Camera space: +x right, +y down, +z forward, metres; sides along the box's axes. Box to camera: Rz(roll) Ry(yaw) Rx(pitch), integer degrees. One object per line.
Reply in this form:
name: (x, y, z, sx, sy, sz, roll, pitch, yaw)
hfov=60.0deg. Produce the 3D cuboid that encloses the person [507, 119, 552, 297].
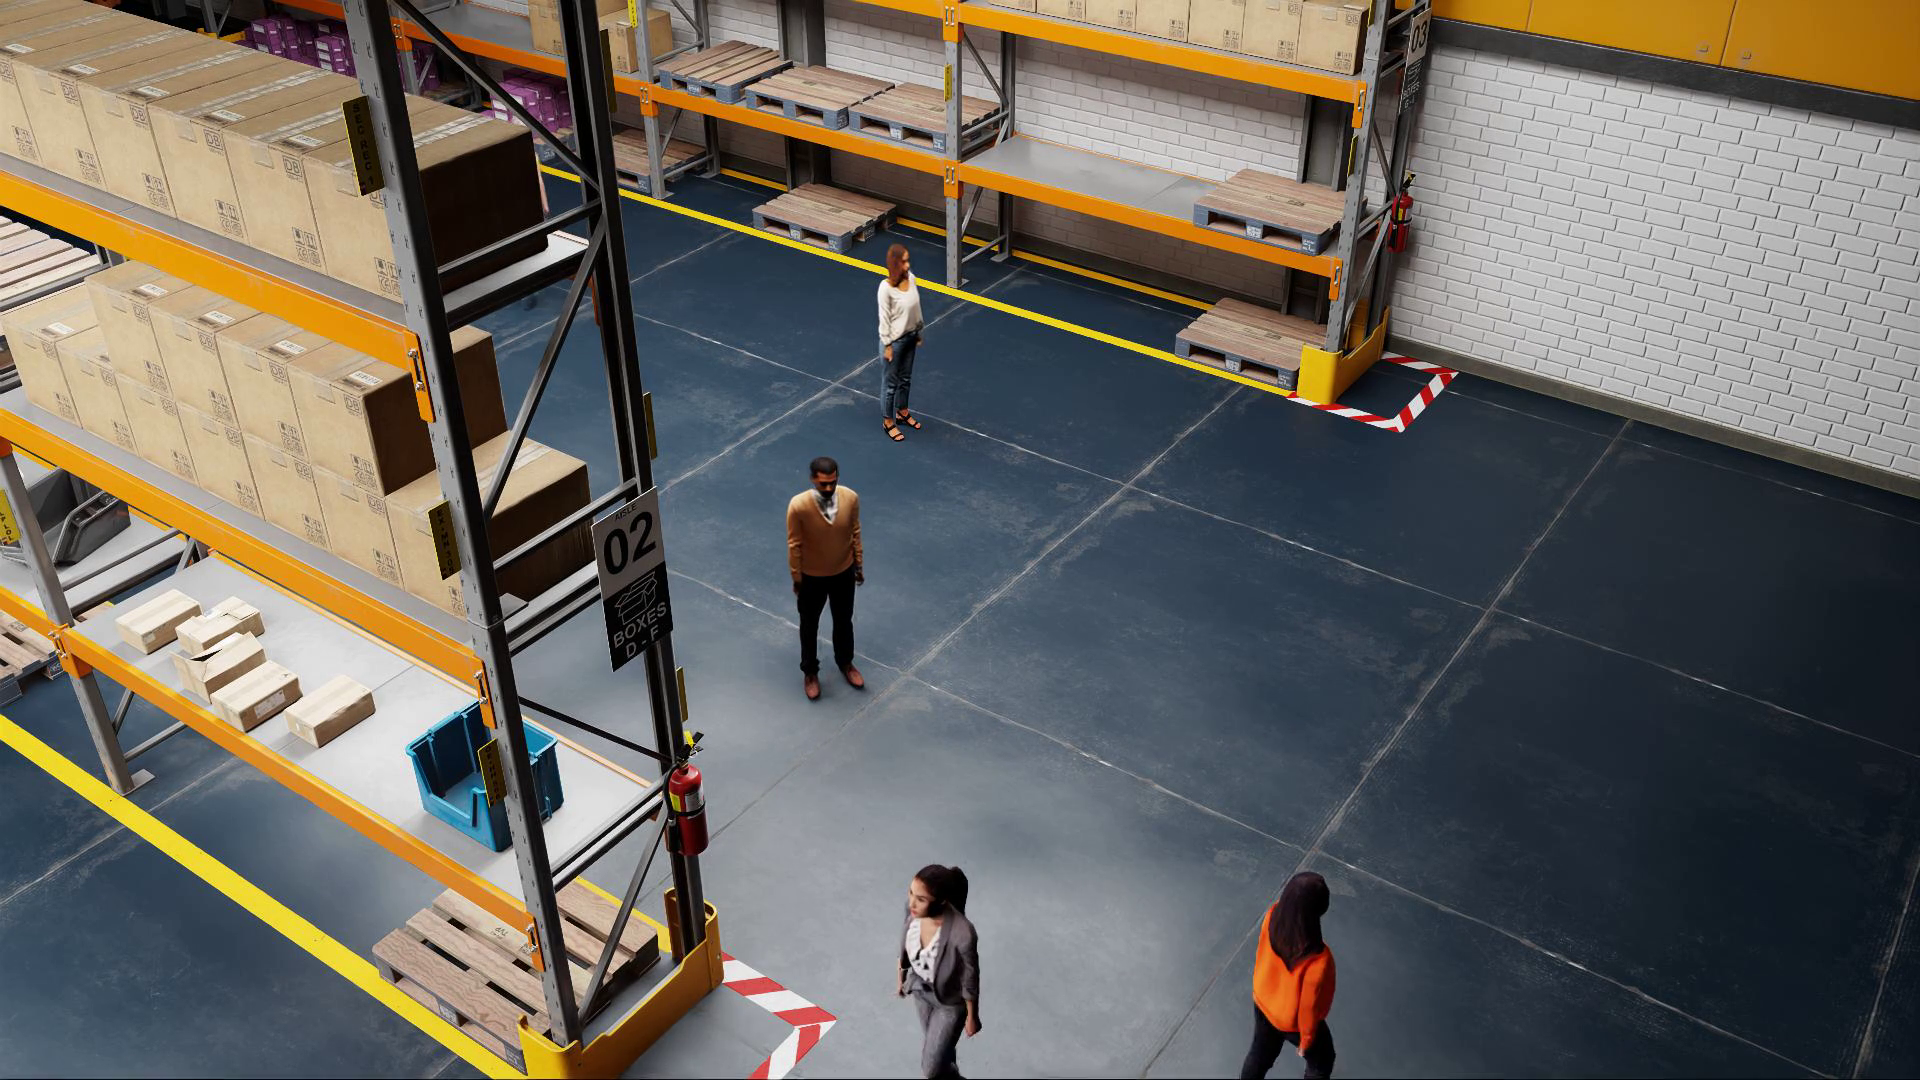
person: (-4.187, -3.179, 15.984, 1.063, 1.687, 0.930, 4, 34, 7)

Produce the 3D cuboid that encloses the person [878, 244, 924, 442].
person: (-0.509, -1.647, 13.683, 0.532, 1.682, 0.613, 23, 40, 30)

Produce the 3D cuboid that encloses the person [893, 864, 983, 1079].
person: (-0.024, 2.154, 7.981, 0.754, 1.663, 0.601, -26, 42, -33)

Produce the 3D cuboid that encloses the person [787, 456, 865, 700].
person: (-0.872, 0.209, 10.827, 0.754, 1.752, 0.768, -14, 36, -20)

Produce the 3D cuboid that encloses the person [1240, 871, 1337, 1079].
person: (1.468, 2.241, 7.788, 0.890, 1.732, 0.862, -14, 36, -20)
